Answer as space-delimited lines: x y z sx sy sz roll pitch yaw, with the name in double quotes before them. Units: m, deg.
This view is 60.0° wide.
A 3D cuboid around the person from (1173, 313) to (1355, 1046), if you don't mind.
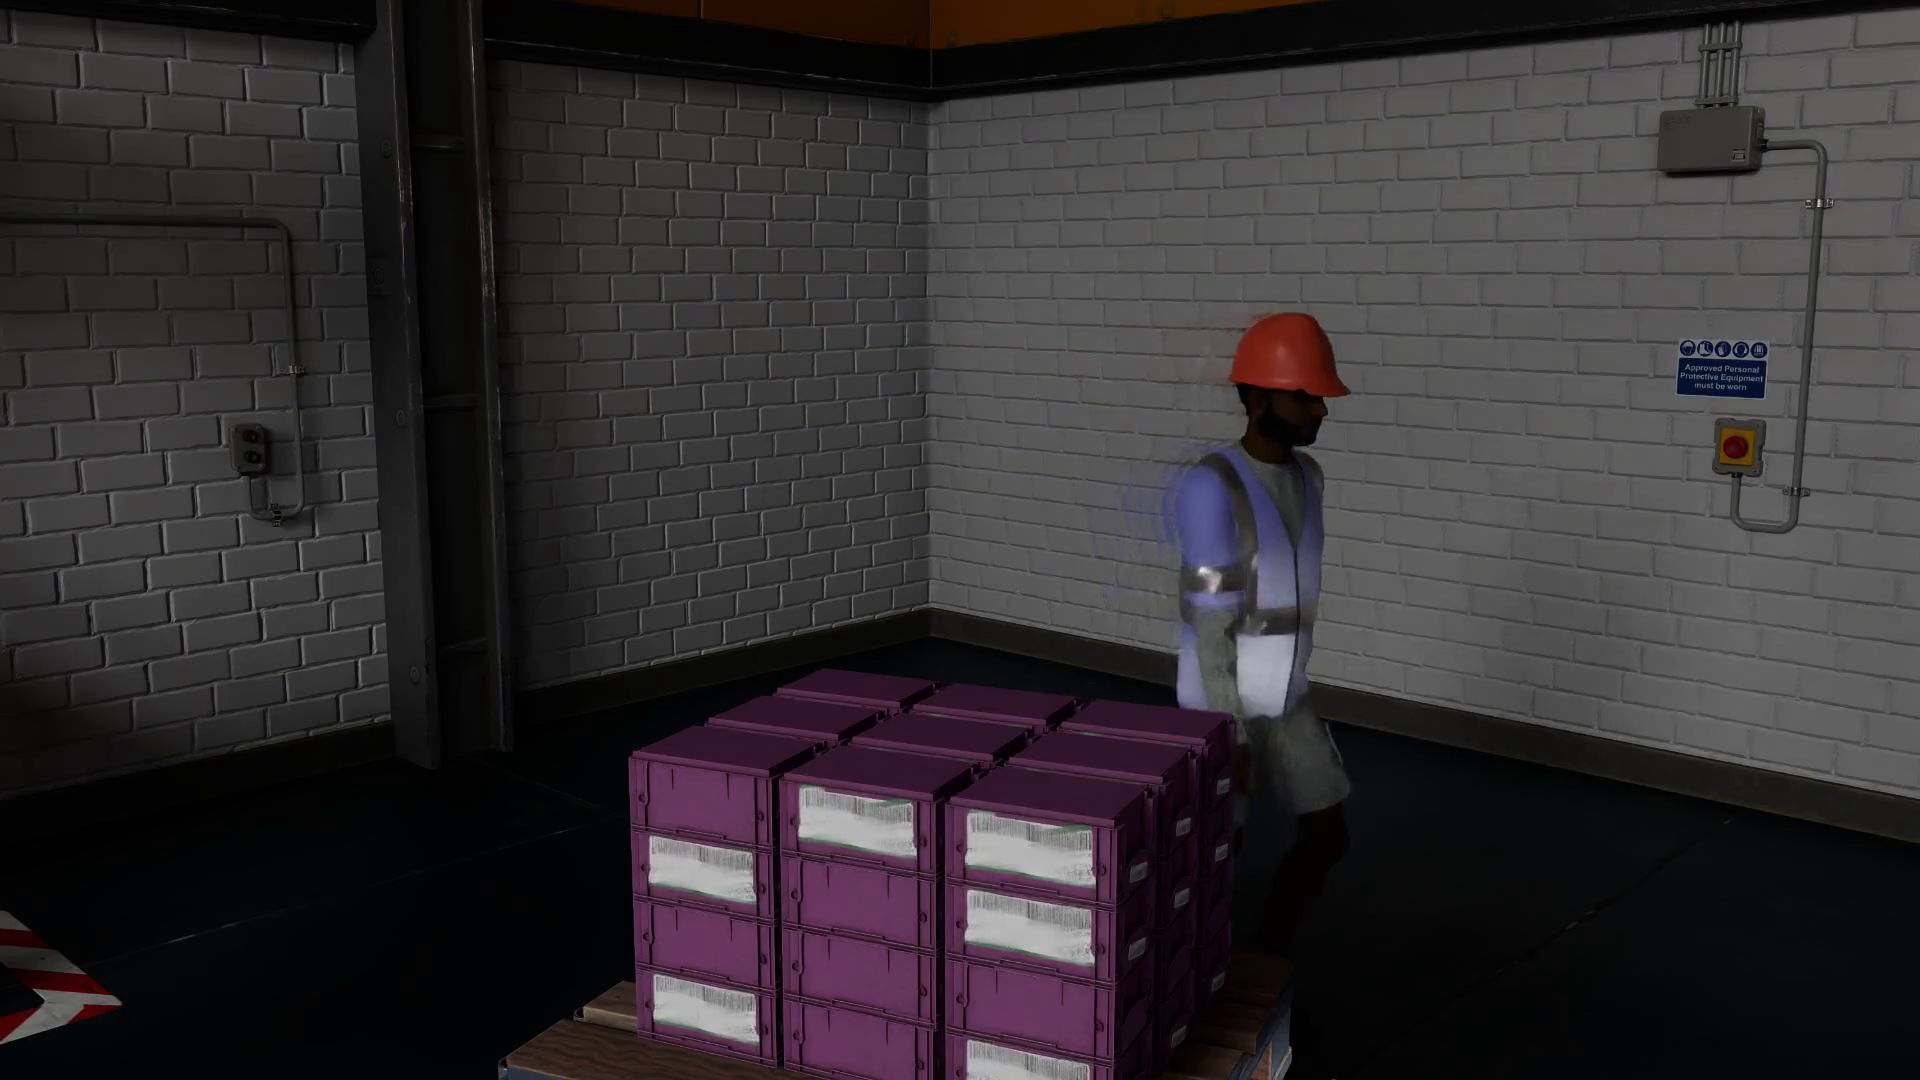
"person" 0.754 0.394 4.179 0.544 1.913 0.507 -8 12 -39
